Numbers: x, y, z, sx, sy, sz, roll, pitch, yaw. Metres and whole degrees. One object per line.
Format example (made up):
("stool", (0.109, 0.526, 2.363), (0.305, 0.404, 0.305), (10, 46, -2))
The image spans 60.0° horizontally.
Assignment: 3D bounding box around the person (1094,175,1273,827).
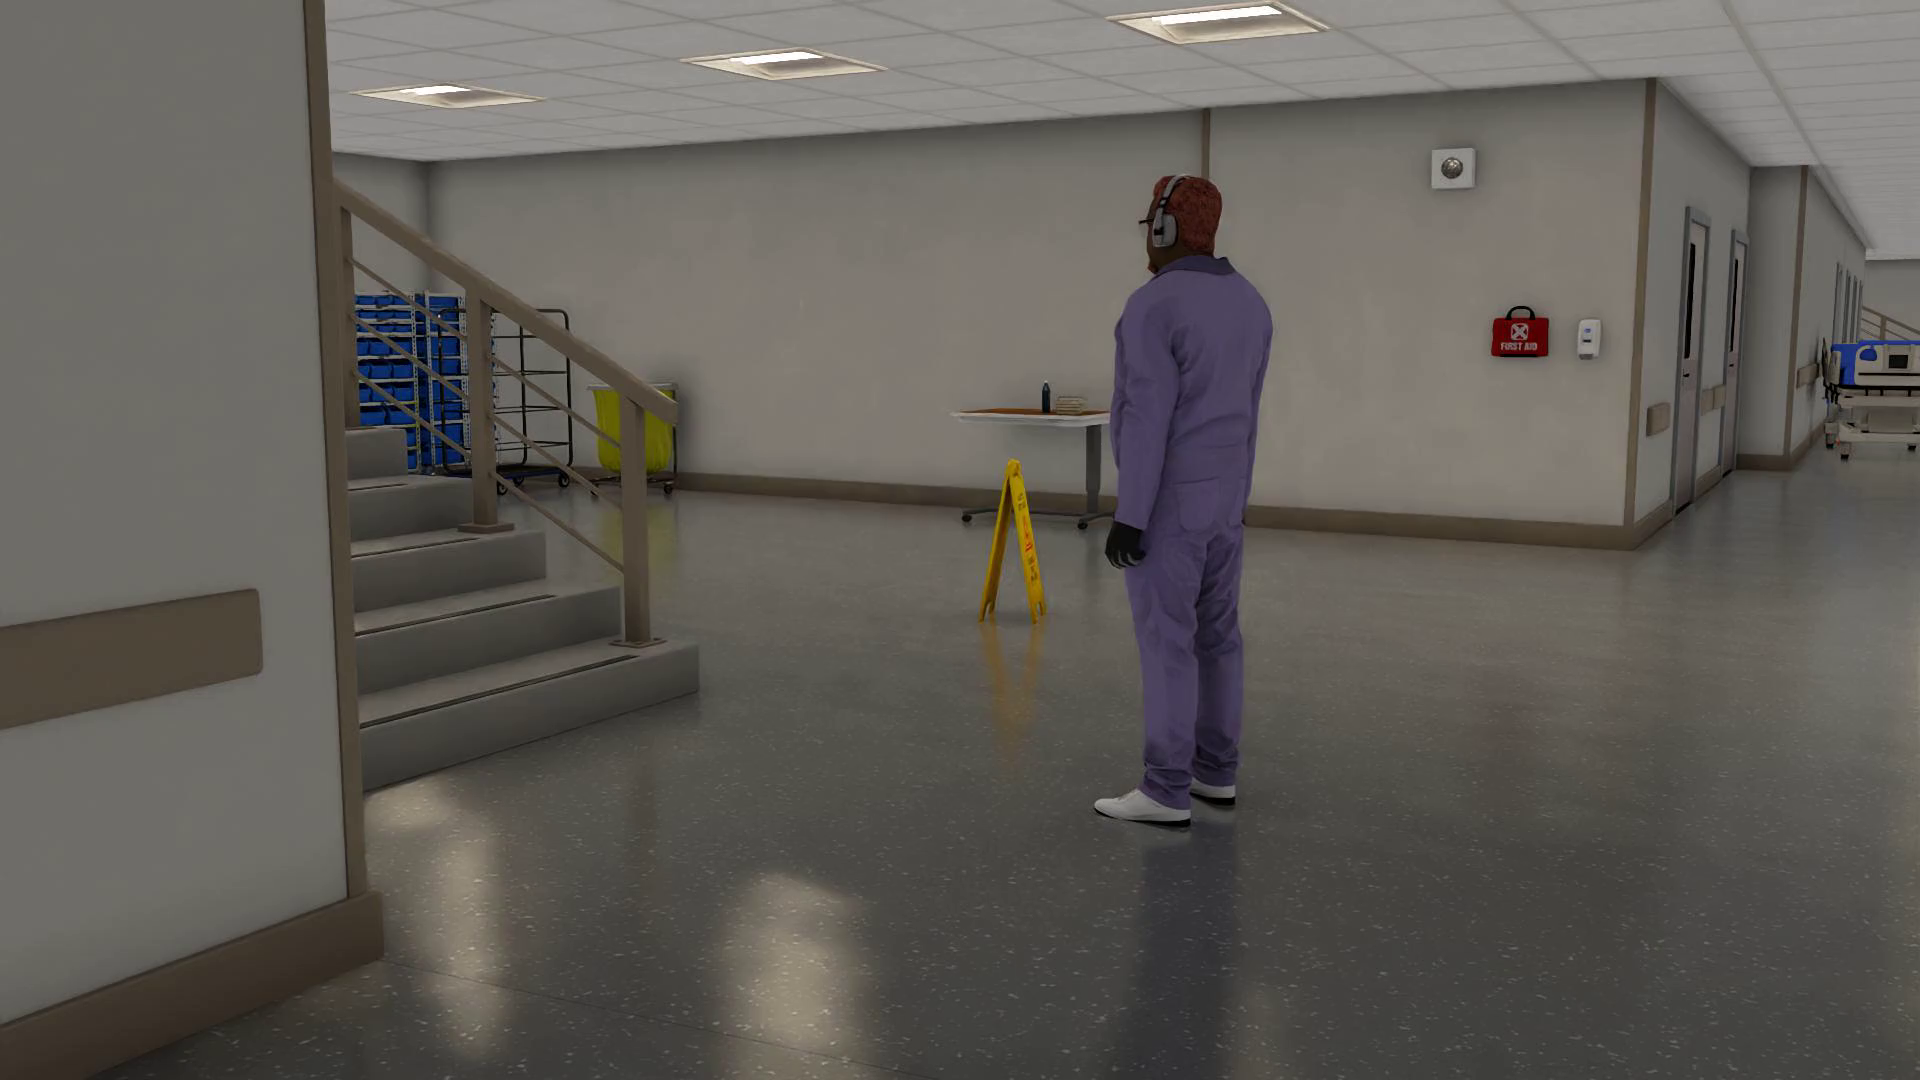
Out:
("person", (0.644, -0.115, 4.949), (0.409, 1.907, 0.650), (6, 10, 40))
